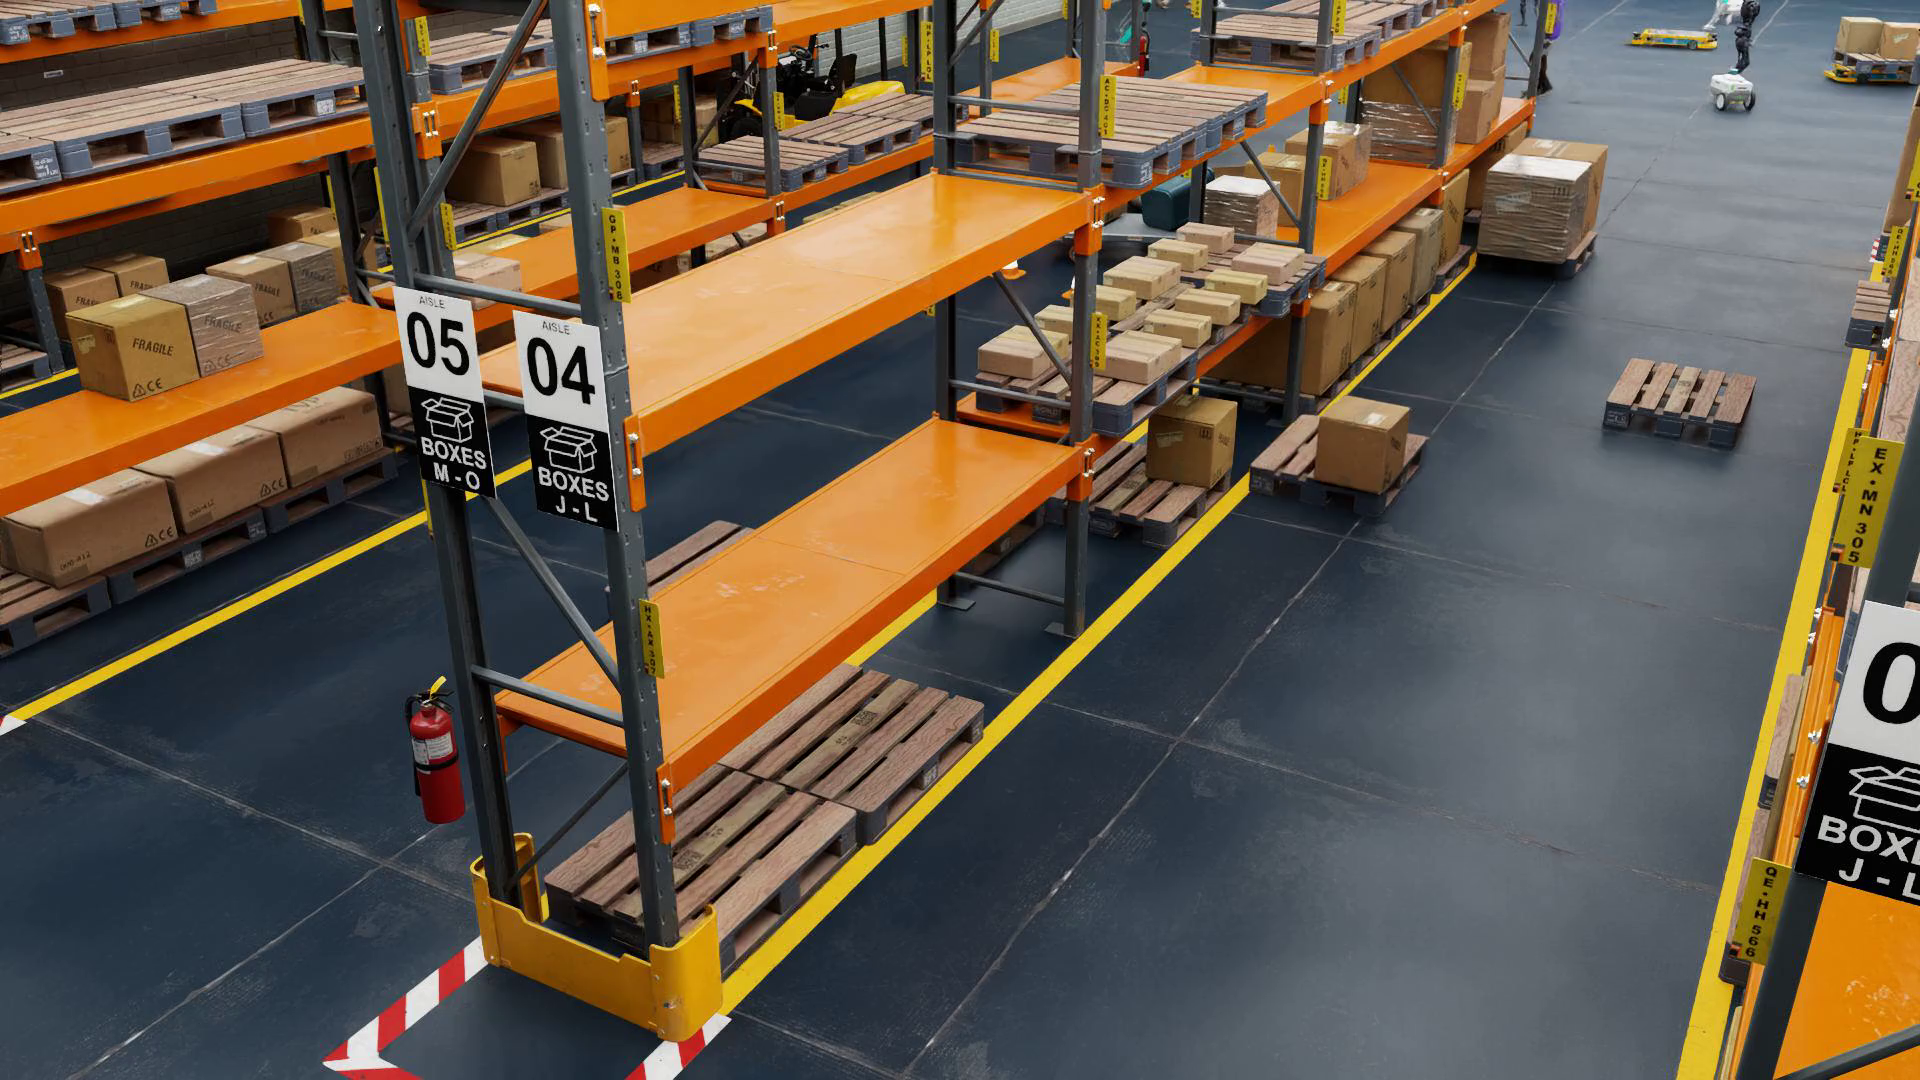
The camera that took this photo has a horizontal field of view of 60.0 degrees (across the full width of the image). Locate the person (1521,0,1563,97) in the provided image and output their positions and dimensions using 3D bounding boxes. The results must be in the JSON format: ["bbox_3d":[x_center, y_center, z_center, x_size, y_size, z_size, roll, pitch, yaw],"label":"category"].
[{"bbox_3d":[9.017,-7.803,25.612,0.437,1.953,0.634,11,28,22],"label":"person"}]

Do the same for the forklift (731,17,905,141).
[{"bbox_3d":[-1.819,-5.975,21.543,2.313,2.155,1.214,14,29,26],"label":"forklift"}]

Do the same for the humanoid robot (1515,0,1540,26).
[{"bbox_3d":[11.070,-10.794,32.159,0.612,1.644,0.482,-6,26,-12],"label":"humanoid robot"}]

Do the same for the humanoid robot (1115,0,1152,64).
[{"bbox_3d":[2.821,-8.611,27.579,0.791,1.804,0.552,-3,26,-6],"label":"humanoid robot"}]

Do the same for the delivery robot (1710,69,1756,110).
[{"bbox_3d":[11.672,-6.807,25.159,0.501,0.597,0.768,-1,26,-3],"label":"delivery robot"}]

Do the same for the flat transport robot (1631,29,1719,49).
[{"bbox_3d":[13.035,-9.133,30.320,1.431,0.231,0.659,11,28,21],"label":"flat transport robot"}]

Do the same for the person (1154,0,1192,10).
[{"bbox_3d":[4.480,-11.839,34.082,1.066,1.870,0.659,-22,33,-38],"label":"person"}]

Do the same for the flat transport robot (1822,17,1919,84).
[{"bbox_3d":[14.968,-7.622,27.180,1.431,0.231,0.659,2,26,5],"label":"flat transport robot"}]

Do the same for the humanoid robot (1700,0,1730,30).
[{"bbox_3d":[14.379,-10.548,31.530,0.771,1.747,0.531,7,27,14],"label":"humanoid robot"}]

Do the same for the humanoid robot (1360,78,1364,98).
[{"bbox_3d":[5.985,-6.996,24.264,0.494,1.640,0.612,-1,26,-1],"label":"humanoid robot"}]

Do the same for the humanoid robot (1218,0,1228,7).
[{"bbox_3d":[5.395,-11.769,34.224,0.706,1.892,0.539,-6,26,-12],"label":"humanoid robot"}]

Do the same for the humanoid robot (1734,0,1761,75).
[{"bbox_3d":[12.347,-7.914,26.161,0.344,1.644,0.609,8,27,16],"label":"humanoid robot"}]

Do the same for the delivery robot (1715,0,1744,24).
[{"bbox_3d":[15.270,-10.487,32.810,0.783,0.601,0.499,-16,30,-29],"label":"delivery robot"}]
